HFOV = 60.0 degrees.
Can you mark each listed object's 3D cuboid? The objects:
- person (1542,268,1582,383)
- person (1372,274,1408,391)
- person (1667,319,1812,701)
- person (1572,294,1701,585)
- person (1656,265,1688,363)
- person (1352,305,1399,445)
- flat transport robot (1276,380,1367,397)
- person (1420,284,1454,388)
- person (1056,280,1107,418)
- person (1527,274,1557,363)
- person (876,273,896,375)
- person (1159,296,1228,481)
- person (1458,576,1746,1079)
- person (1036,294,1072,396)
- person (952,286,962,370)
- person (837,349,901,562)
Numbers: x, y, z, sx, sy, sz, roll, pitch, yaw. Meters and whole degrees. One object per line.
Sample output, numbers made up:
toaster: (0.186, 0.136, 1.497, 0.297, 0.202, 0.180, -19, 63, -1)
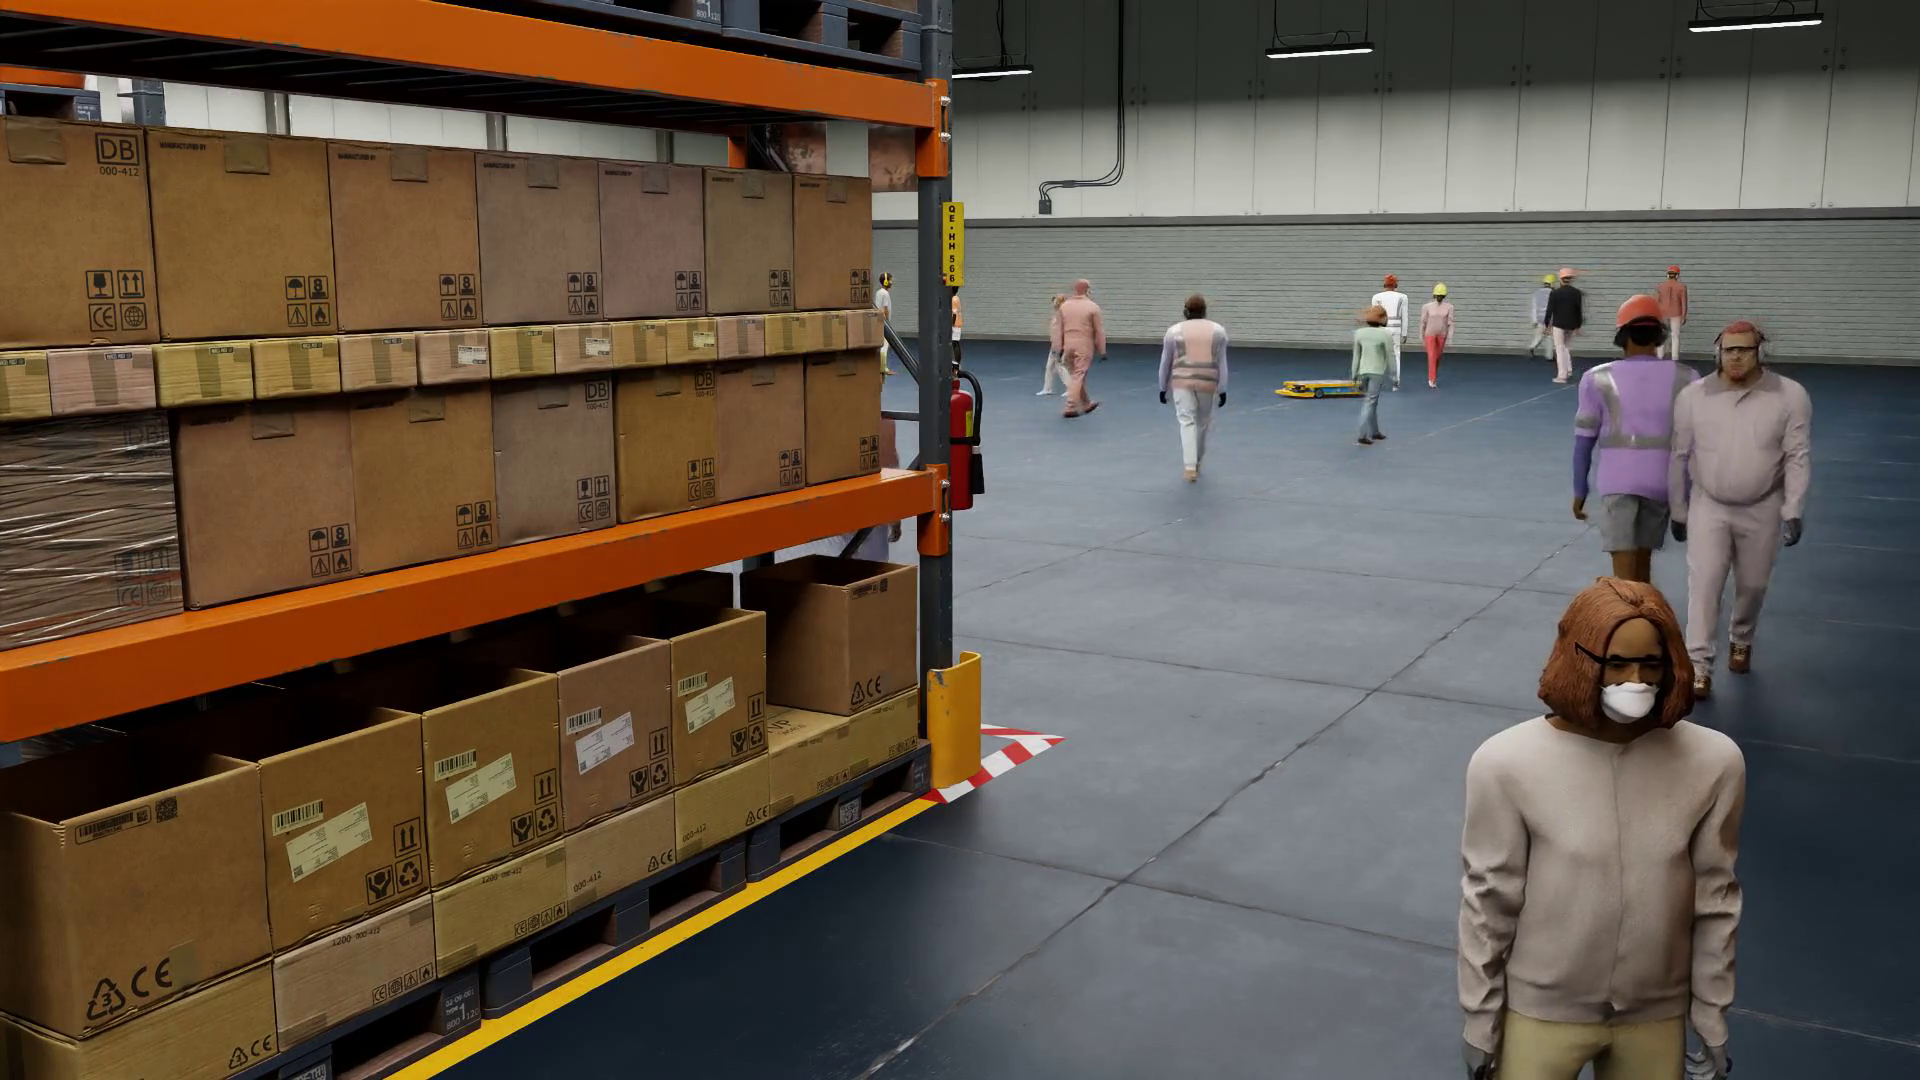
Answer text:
person: (10.366, -3.687, 28.644, 0.611, 1.970, 0.480, -3, 10, -19)
person: (6.935, -3.348, 26.898, 0.585, 1.882, 0.337, 2, 10, 12)
person: (3.907, -0.177, 8.386, 0.642, 1.872, 0.910, 4, 11, 24)
person: (3.543, -0.283, 8.702, 0.606, 1.986, 1.047, 2, 10, 9)
person: (14.270, -4.510, 33.376, 0.611, 1.995, 0.376, 7, 12, 36)
person: (4.852, -1.904, 19.243, 0.739, 1.599, 0.517, -7, 12, -37)
flat transport robot: (5.696, -2.357, 25.814, 1.431, 0.197, 0.652, -3, 10, -18)
person: (7.936, -3.402, 27.726, 0.527, 1.713, 0.922, 1, 10, 4)
person: (1.690, -2.609, 22.665, 0.674, 1.848, 1.024, 7, 12, 37)
person: (11.851, -4.470, 33.673, 0.630, 1.815, 0.598, -6, 11, -32)
person: (-1.382, -3.957, 30.511, 0.309, 1.868, 0.534, -4, 10, -20)
person: (2.283, -1.504, 16.396, 0.644, 1.783, 1.008, 0, 10, -3)
person: (1.144, 0.862, 3.012, 0.493, 1.624, 0.280, 0, 10, -1)
person: (1.535, -3.024, 25.870, 0.584, 1.602, 0.552, -1, 10, -5)
person: (-0.118, -4.061, 31.611, 0.317, 1.697, 0.540, 1, 10, 6)
person: (-0.556, -0.157, 8.640, 0.528, 1.742, 0.704, 10, 14, 44)
